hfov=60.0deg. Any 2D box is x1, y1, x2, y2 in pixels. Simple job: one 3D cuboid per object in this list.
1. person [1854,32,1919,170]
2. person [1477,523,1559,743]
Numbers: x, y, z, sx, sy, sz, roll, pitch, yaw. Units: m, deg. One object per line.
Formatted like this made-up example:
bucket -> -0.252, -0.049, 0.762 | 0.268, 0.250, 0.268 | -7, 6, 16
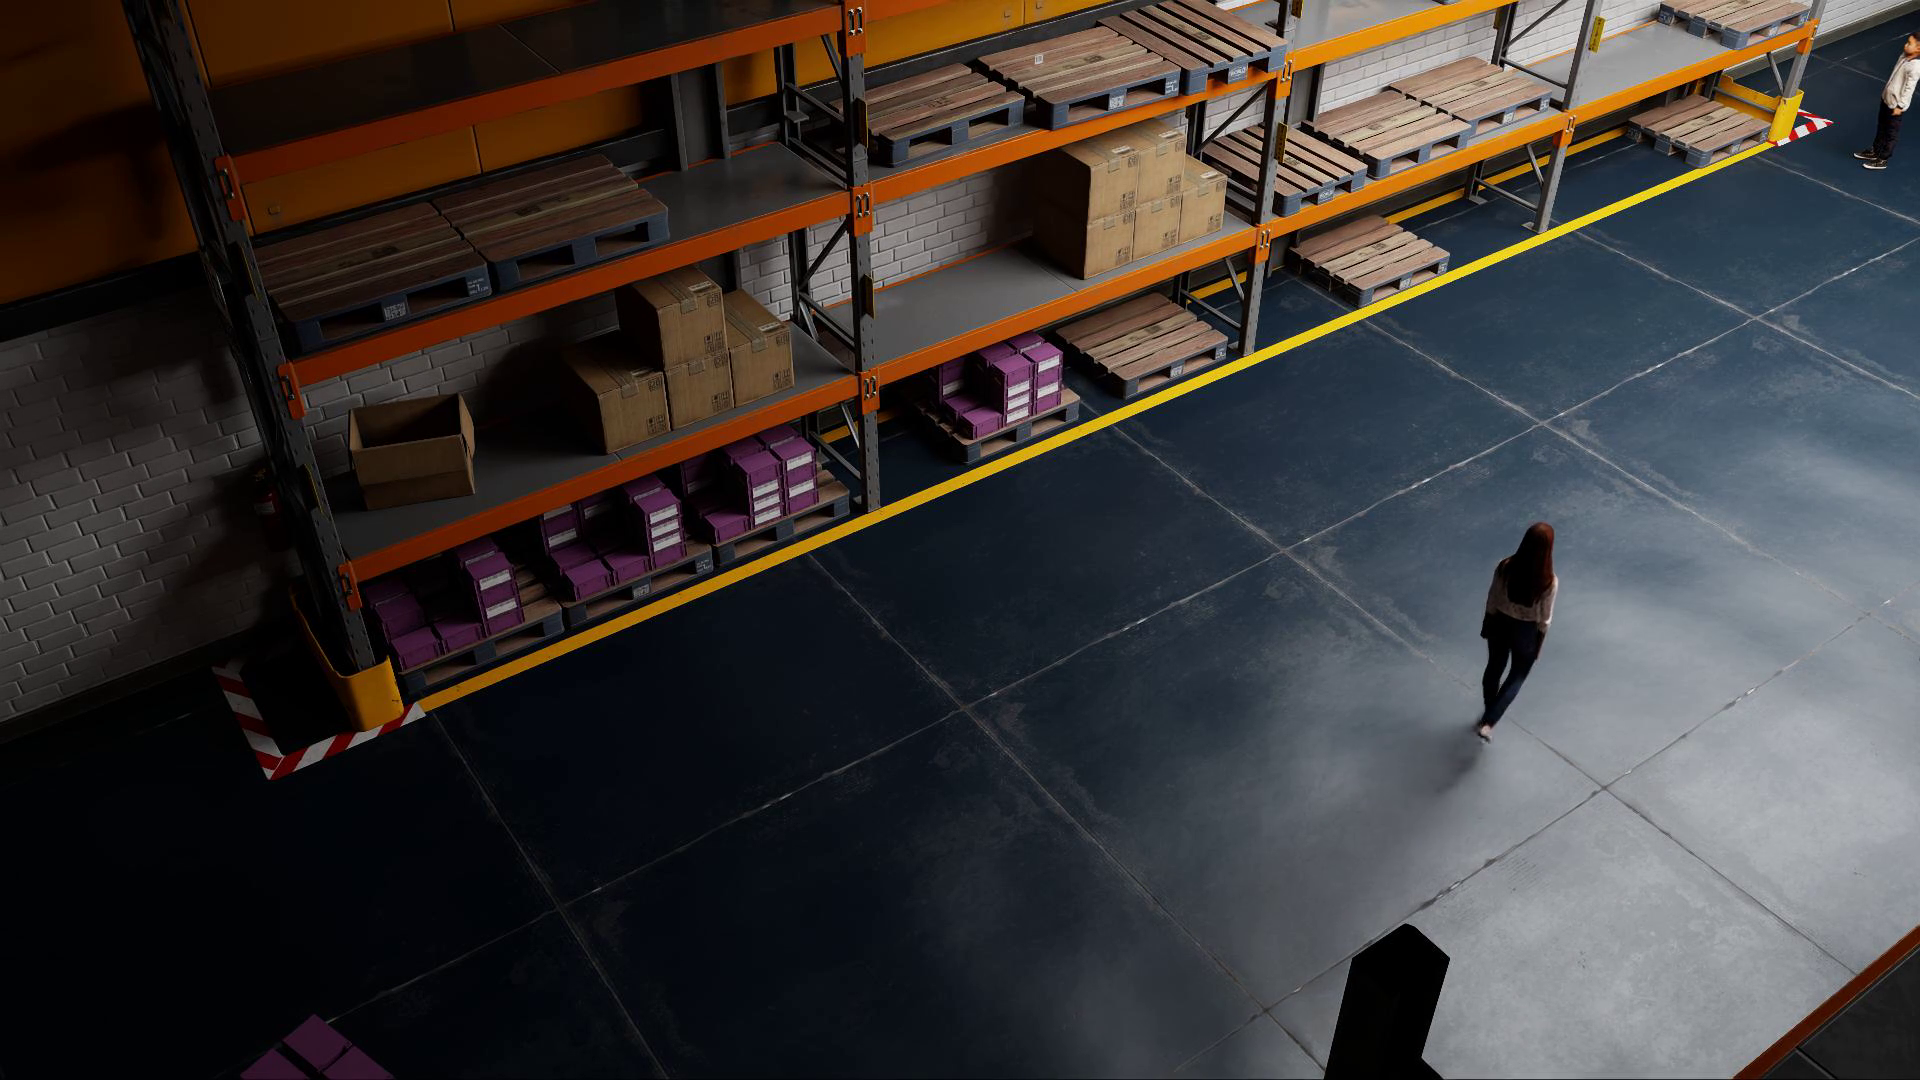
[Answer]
person -> 9.872, -4.637, 17.515 | 0.696, 1.455, 0.664 | 1, 39, 1
person -> 3.525, 0.634, 10.706 | 0.755, 1.715, 0.935 | 23, 44, 26
